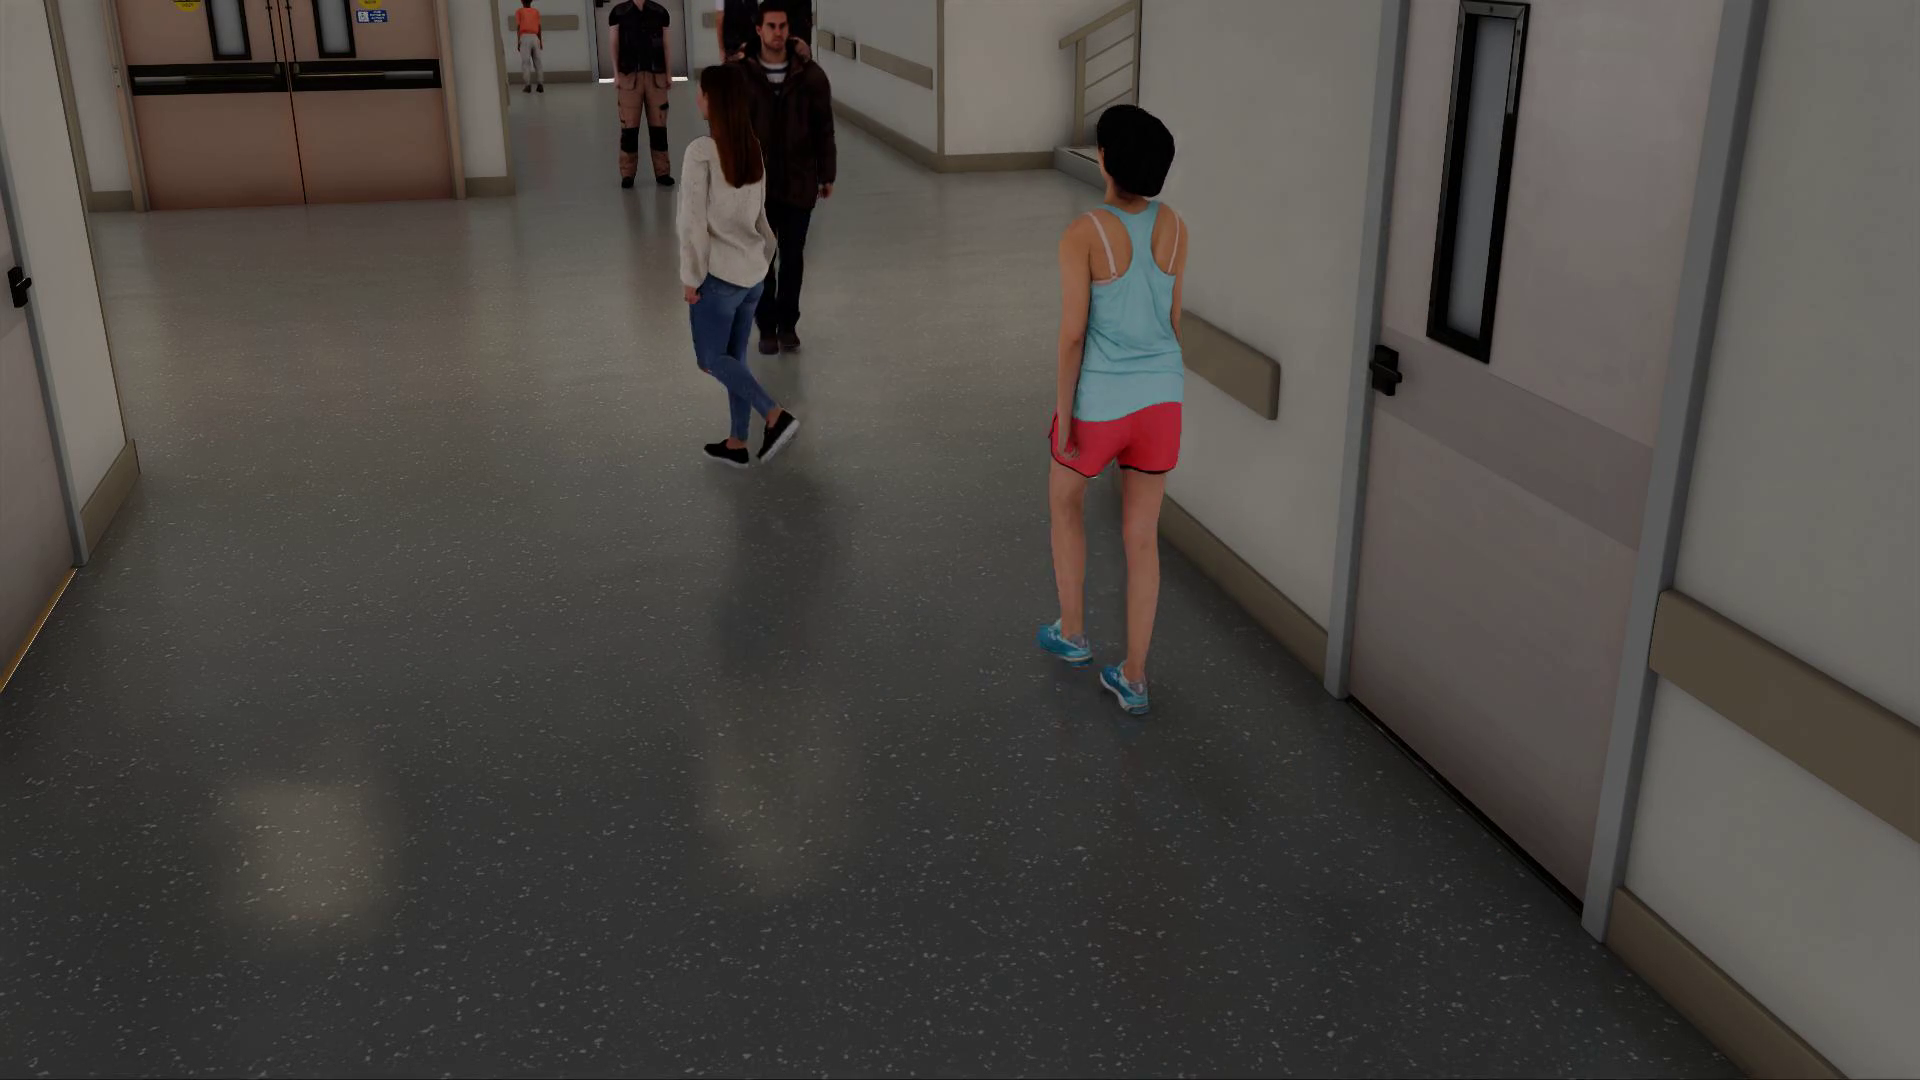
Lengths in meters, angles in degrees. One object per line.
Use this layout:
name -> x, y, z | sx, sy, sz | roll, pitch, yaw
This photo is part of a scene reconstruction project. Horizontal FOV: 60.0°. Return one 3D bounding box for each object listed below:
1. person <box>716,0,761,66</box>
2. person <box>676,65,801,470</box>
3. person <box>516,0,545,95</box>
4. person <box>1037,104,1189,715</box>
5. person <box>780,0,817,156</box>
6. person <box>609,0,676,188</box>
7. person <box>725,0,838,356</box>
person -> -2.311, -5.108, 17.305 | 1.093, 1.812, 0.902 | -10, 23, -25
person -> -0.895, -1.065, 6.818 | 0.944, 1.679, 0.898 | 14, 25, 32
person -> -5.626, -6.522, 21.749 | 0.465, 1.309, 0.573 | -11, 23, -26
person -> 0.497, -0.333, 4.792 | 0.693, 1.745, 0.647 | -5, 21, -14
person -> -1.680, -4.607, 15.938 | 0.884, 1.843, 0.978 | -16, 26, -35
person -> -2.743, -4.006, 14.353 | 0.534, 1.842, 0.748 | -7, 22, -18
person -> -0.989, -1.927, 8.885 | 0.654, 1.828, 0.821 | -5, 21, -12
